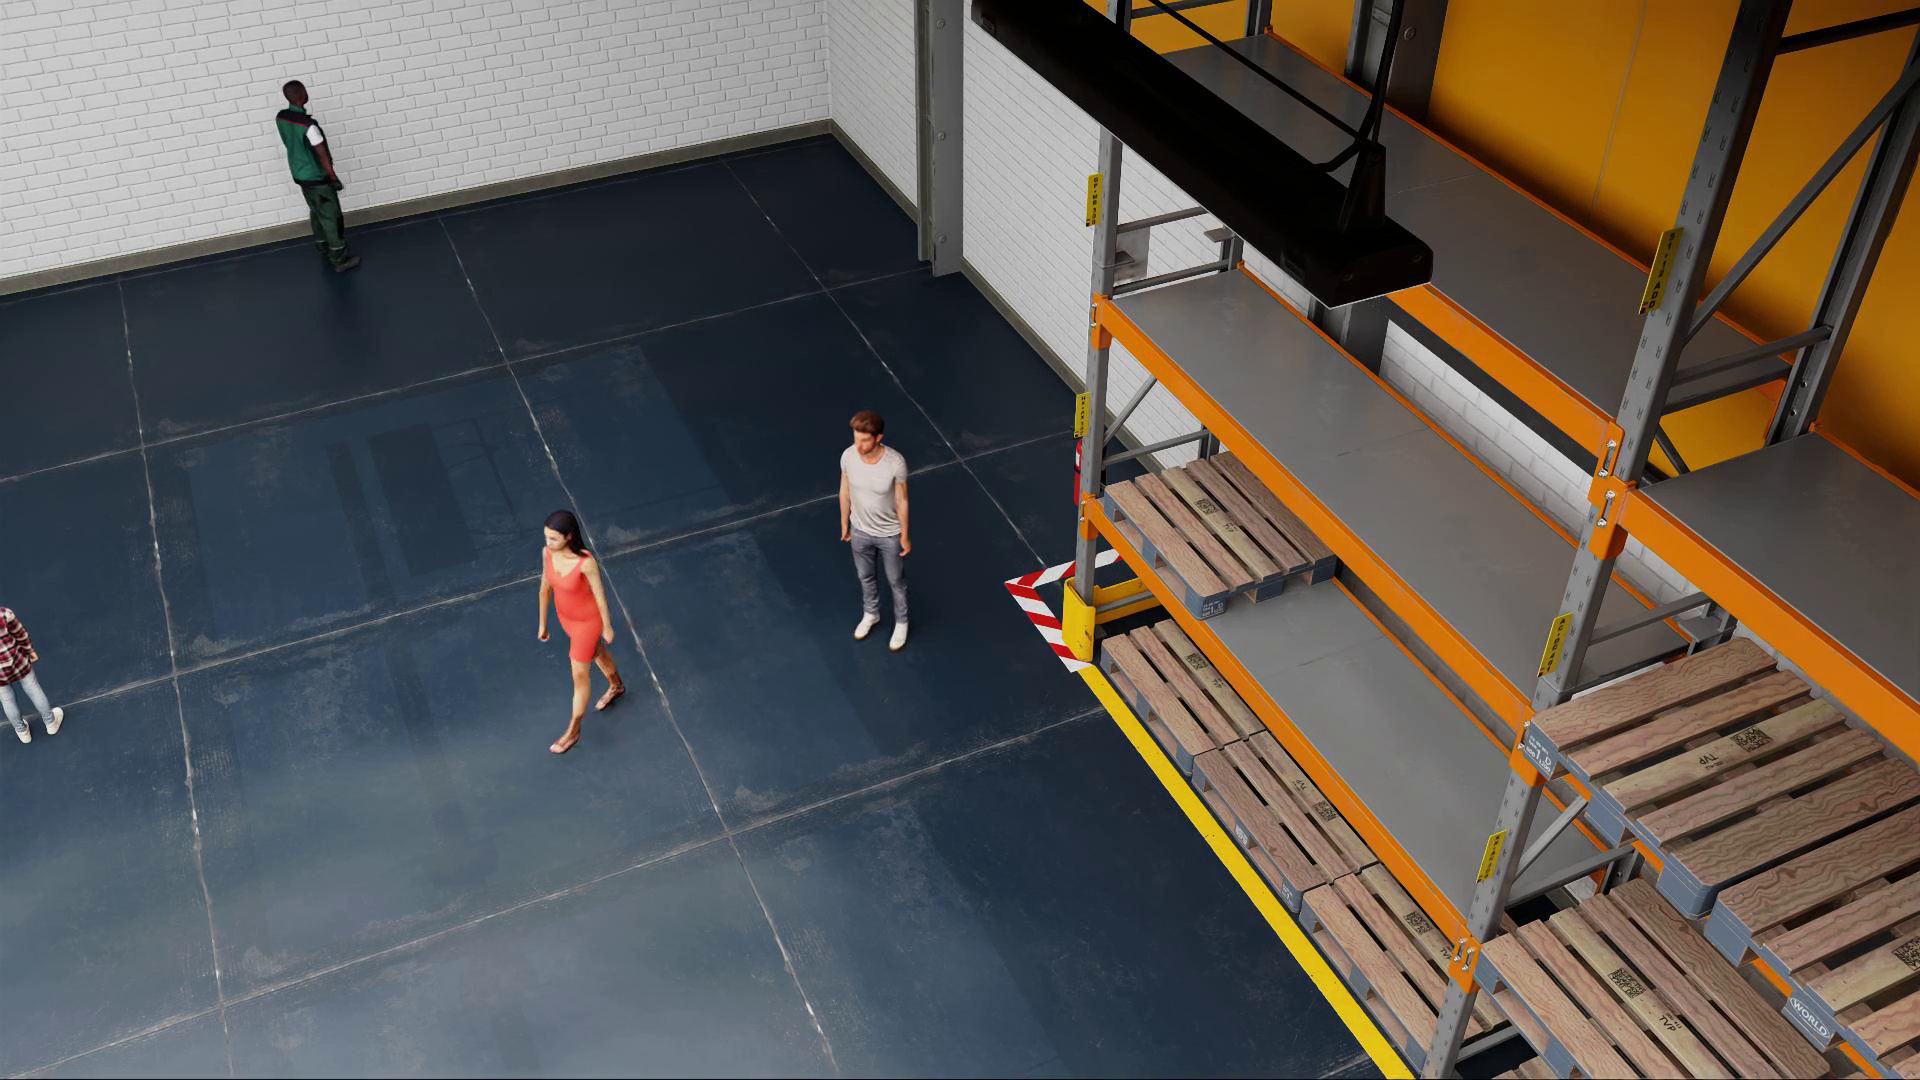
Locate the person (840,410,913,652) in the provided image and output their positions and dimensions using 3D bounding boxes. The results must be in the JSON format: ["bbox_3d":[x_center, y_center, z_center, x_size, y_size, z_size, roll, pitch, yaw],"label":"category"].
[{"bbox_3d":[-0.551,-0.095,11.272,0.746,1.887,0.803,12,40,15],"label":"person"}]

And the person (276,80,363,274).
[{"bbox_3d":[-5.993,-3.371,15.414,0.723,1.838,0.845,26,46,29],"label":"person"}]

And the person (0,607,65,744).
[{"bbox_3d":[-6.135,0.766,10.660,0.527,1.305,0.498,-17,42,-20],"label":"person"}]

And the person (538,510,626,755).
[{"bbox_3d":[-2.389,0.471,10.725,1.036,1.684,1.016,20,43,23],"label":"person"}]
